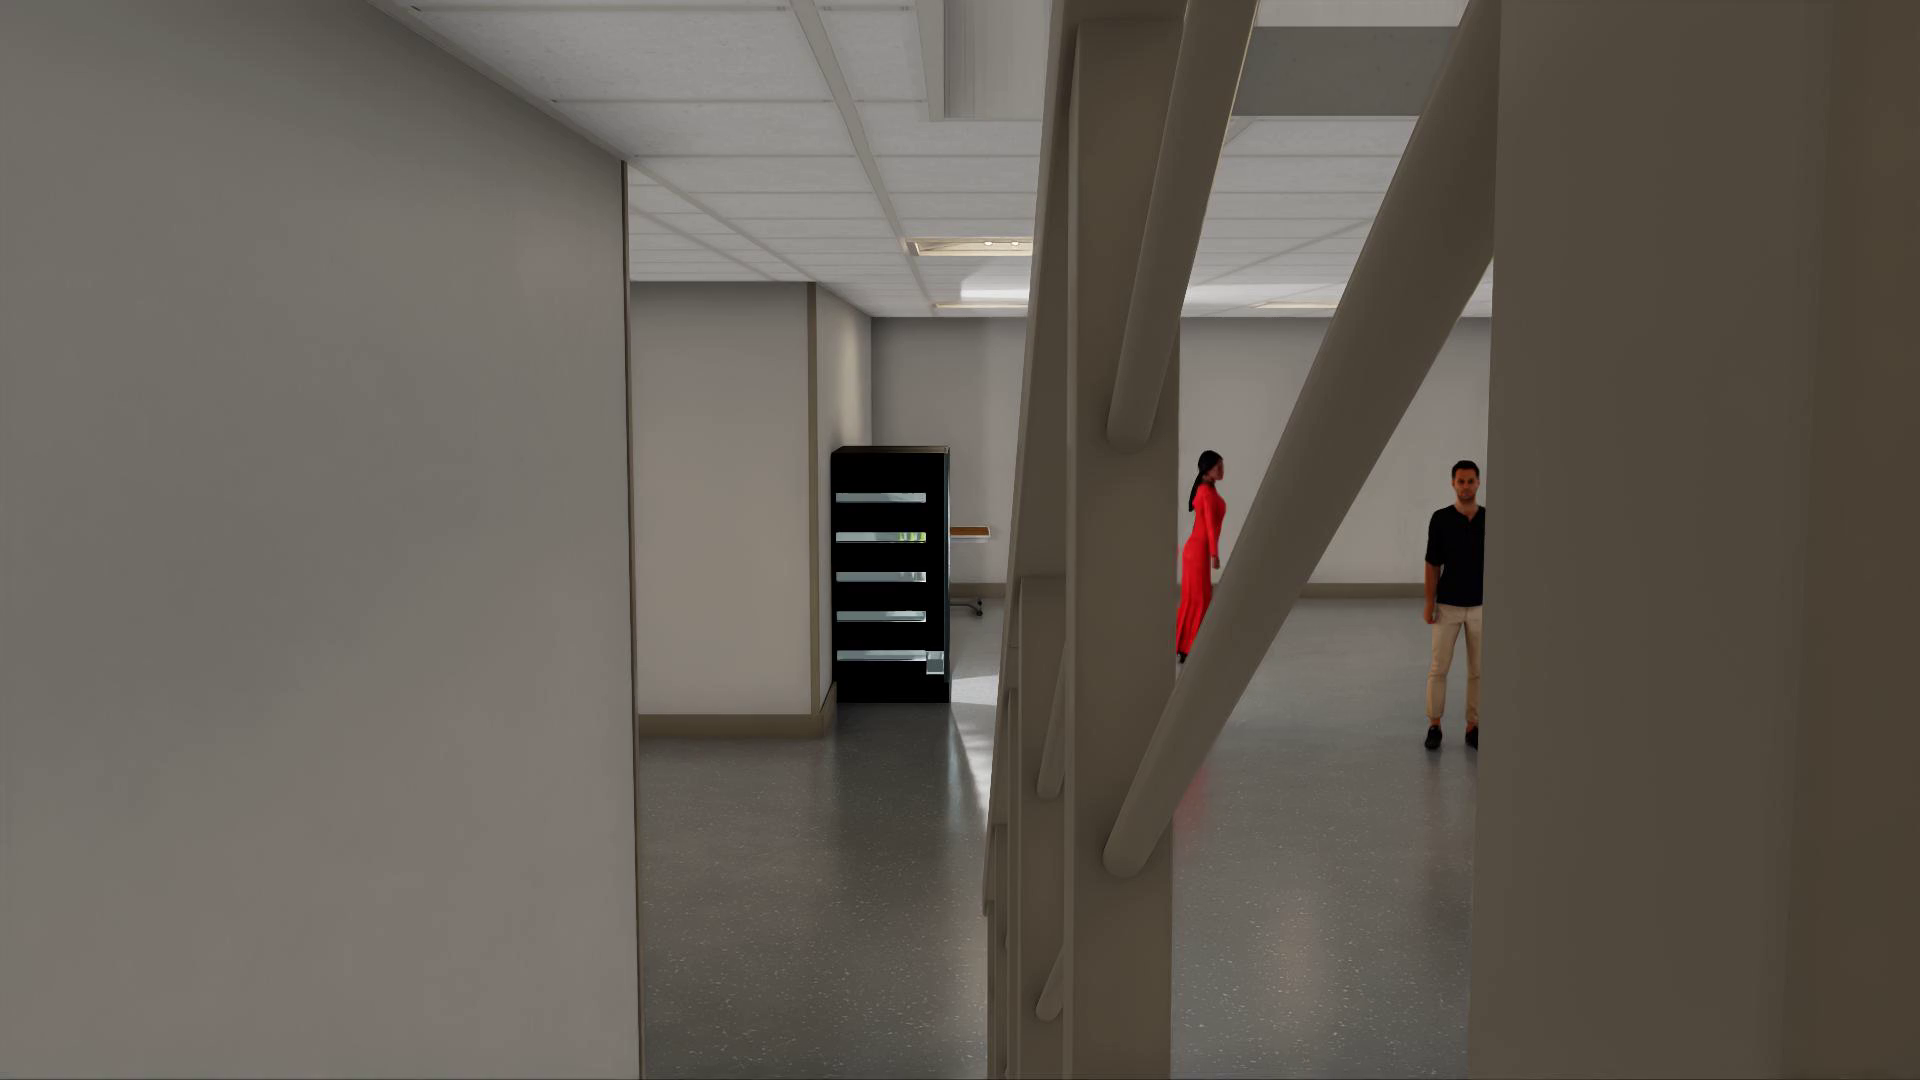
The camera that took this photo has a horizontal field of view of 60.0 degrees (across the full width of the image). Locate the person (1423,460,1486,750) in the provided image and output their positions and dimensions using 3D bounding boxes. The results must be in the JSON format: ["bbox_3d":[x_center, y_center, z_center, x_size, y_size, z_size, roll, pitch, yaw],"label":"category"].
[{"bbox_3d":[3.221,0.411,10.646,0.666,1.856,0.549,1,6,5],"label":"person"}]

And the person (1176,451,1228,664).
[{"bbox_3d":[1.922,0.156,13.678,0.815,1.757,0.673,-1,6,-11],"label":"person"}]
